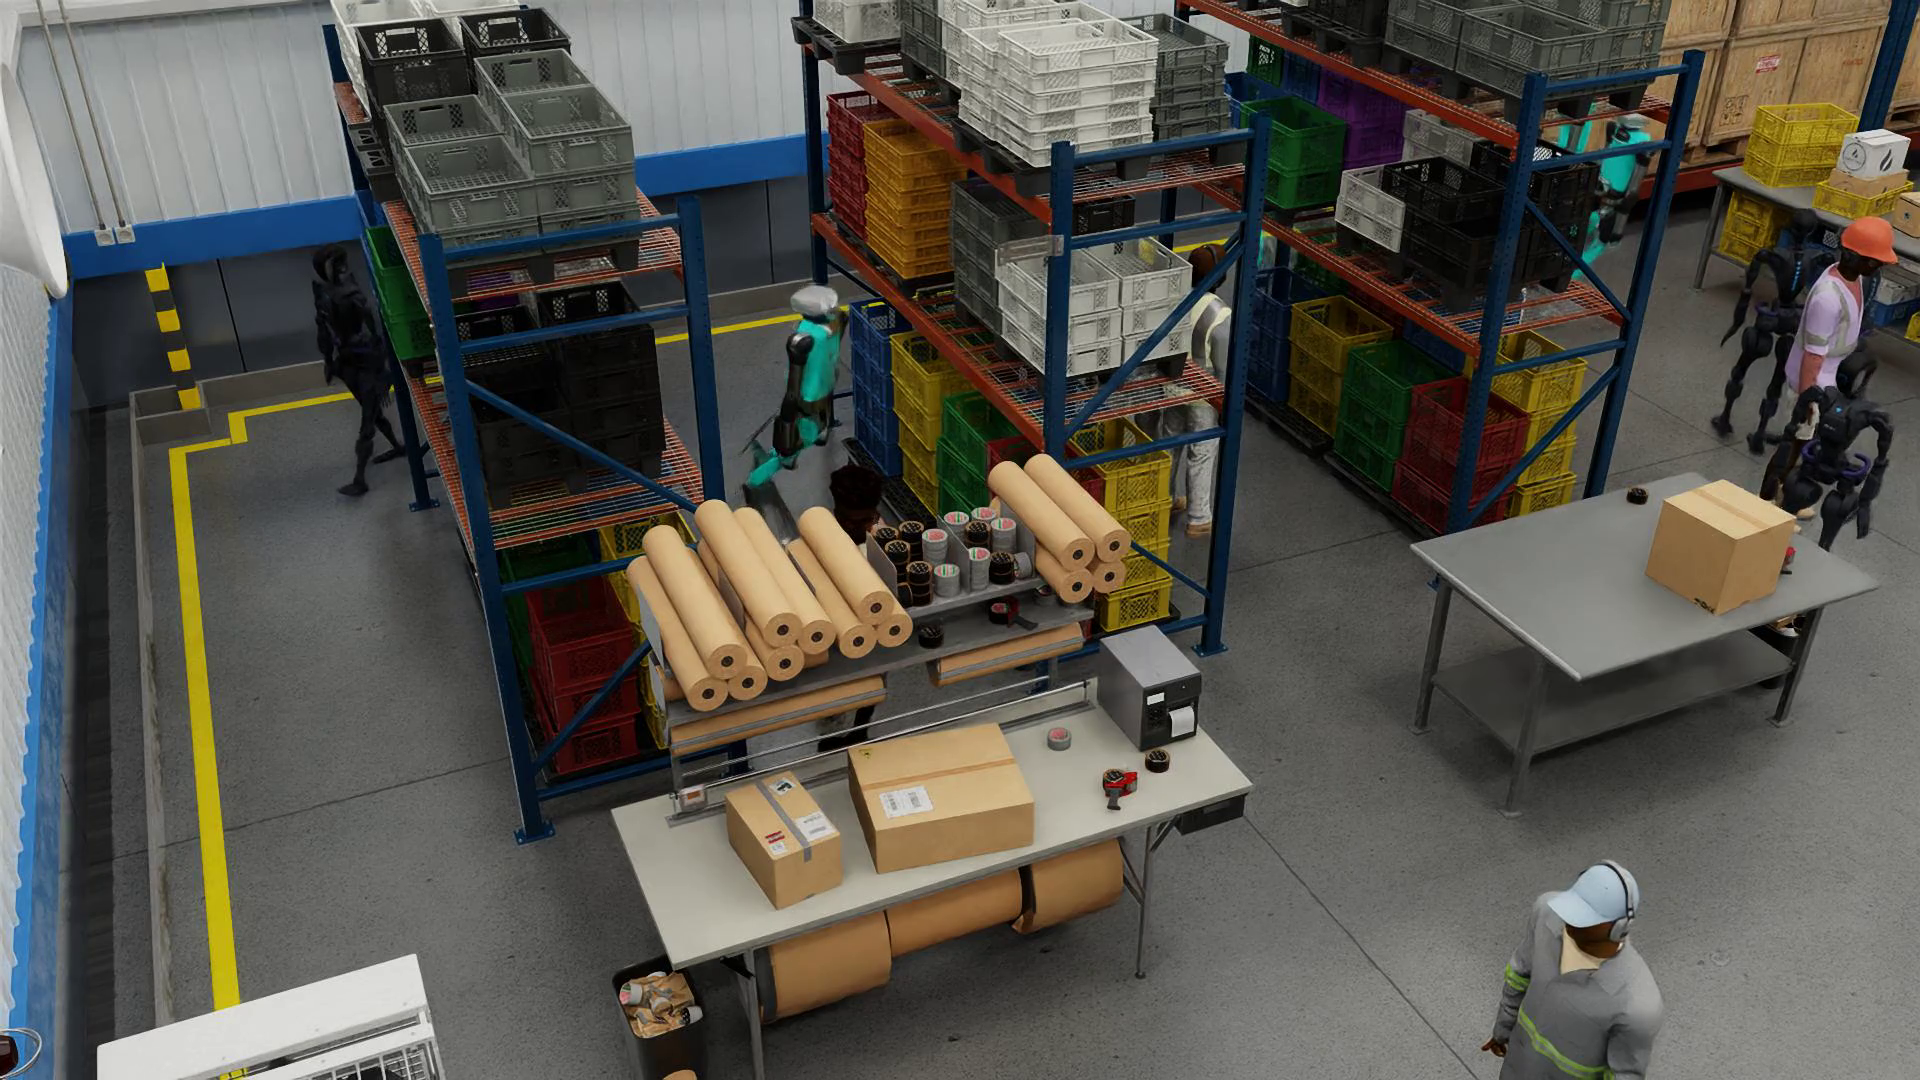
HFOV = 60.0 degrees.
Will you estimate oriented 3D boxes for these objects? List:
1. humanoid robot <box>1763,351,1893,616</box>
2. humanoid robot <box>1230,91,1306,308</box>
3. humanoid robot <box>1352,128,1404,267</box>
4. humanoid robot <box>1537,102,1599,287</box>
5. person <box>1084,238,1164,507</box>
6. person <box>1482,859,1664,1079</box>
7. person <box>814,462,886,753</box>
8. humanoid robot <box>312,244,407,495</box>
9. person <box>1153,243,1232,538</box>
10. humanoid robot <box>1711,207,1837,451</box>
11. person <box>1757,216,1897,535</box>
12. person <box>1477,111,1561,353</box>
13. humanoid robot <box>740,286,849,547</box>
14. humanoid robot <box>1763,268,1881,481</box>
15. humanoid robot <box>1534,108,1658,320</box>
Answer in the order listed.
[{"bbox_3d":[4.788,-0.323,9.159,0.487,1.645,0.611,-22,38,-32],"label":"humanoid robot"},{"bbox_3d":[2.381,-2.476,12.625,0.531,1.802,0.795,-10,33,-16],"label":"humanoid robot"},{"bbox_3d":[3.094,-2.237,12.270,0.590,1.637,0.528,-23,38,-32],"label":"humanoid robot"},{"bbox_3d":[4.581,-2.828,13.168,0.674,1.801,0.532,13,34,20],"label":"humanoid robot"},{"bbox_3d":[1.031,-1.038,10.173,0.588,1.823,0.403,13,34,19],"label":"person"},{"bbox_3d":[1.975,1.787,5.558,0.375,1.852,0.588,-12,34,-18],"label":"person"},{"bbox_3d":[-0.482,0.520,7.514,0.381,1.958,0.606,15,35,23],"label":"person"},{"bbox_3d":[-3.816,-1.100,10.437,0.593,1.623,0.729,18,36,26],"label":"humanoid robot"},{"bbox_3d":[1.415,-0.894,9.922,0.429,1.841,0.634,-21,37,-30],"label":"person"},{"bbox_3d":[5.340,-1.392,10.880,0.598,1.650,0.370,7,32,12],"label":"humanoid robot"},{"bbox_3d":[5.098,-0.958,9.850,0.399,2.031,0.612,21,37,30],"label":"person"},{"bbox_3d":[3.966,-2.214,12.028,0.573,1.882,0.356,-3,32,-4],"label":"person"},{"bbox_3d":[-1.041,-0.653,9.640,0.799,1.781,0.537,14,34,21],"label":"humanoid robot"},{"bbox_3d":[5.517,-1.221,10.638,0.622,1.637,0.614,-17,35,-25],"label":"humanoid robot"},{"bbox_3d":[4.683,-2.365,12.407,0.957,1.752,0.576,-6,32,-10],"label":"humanoid robot"}]
